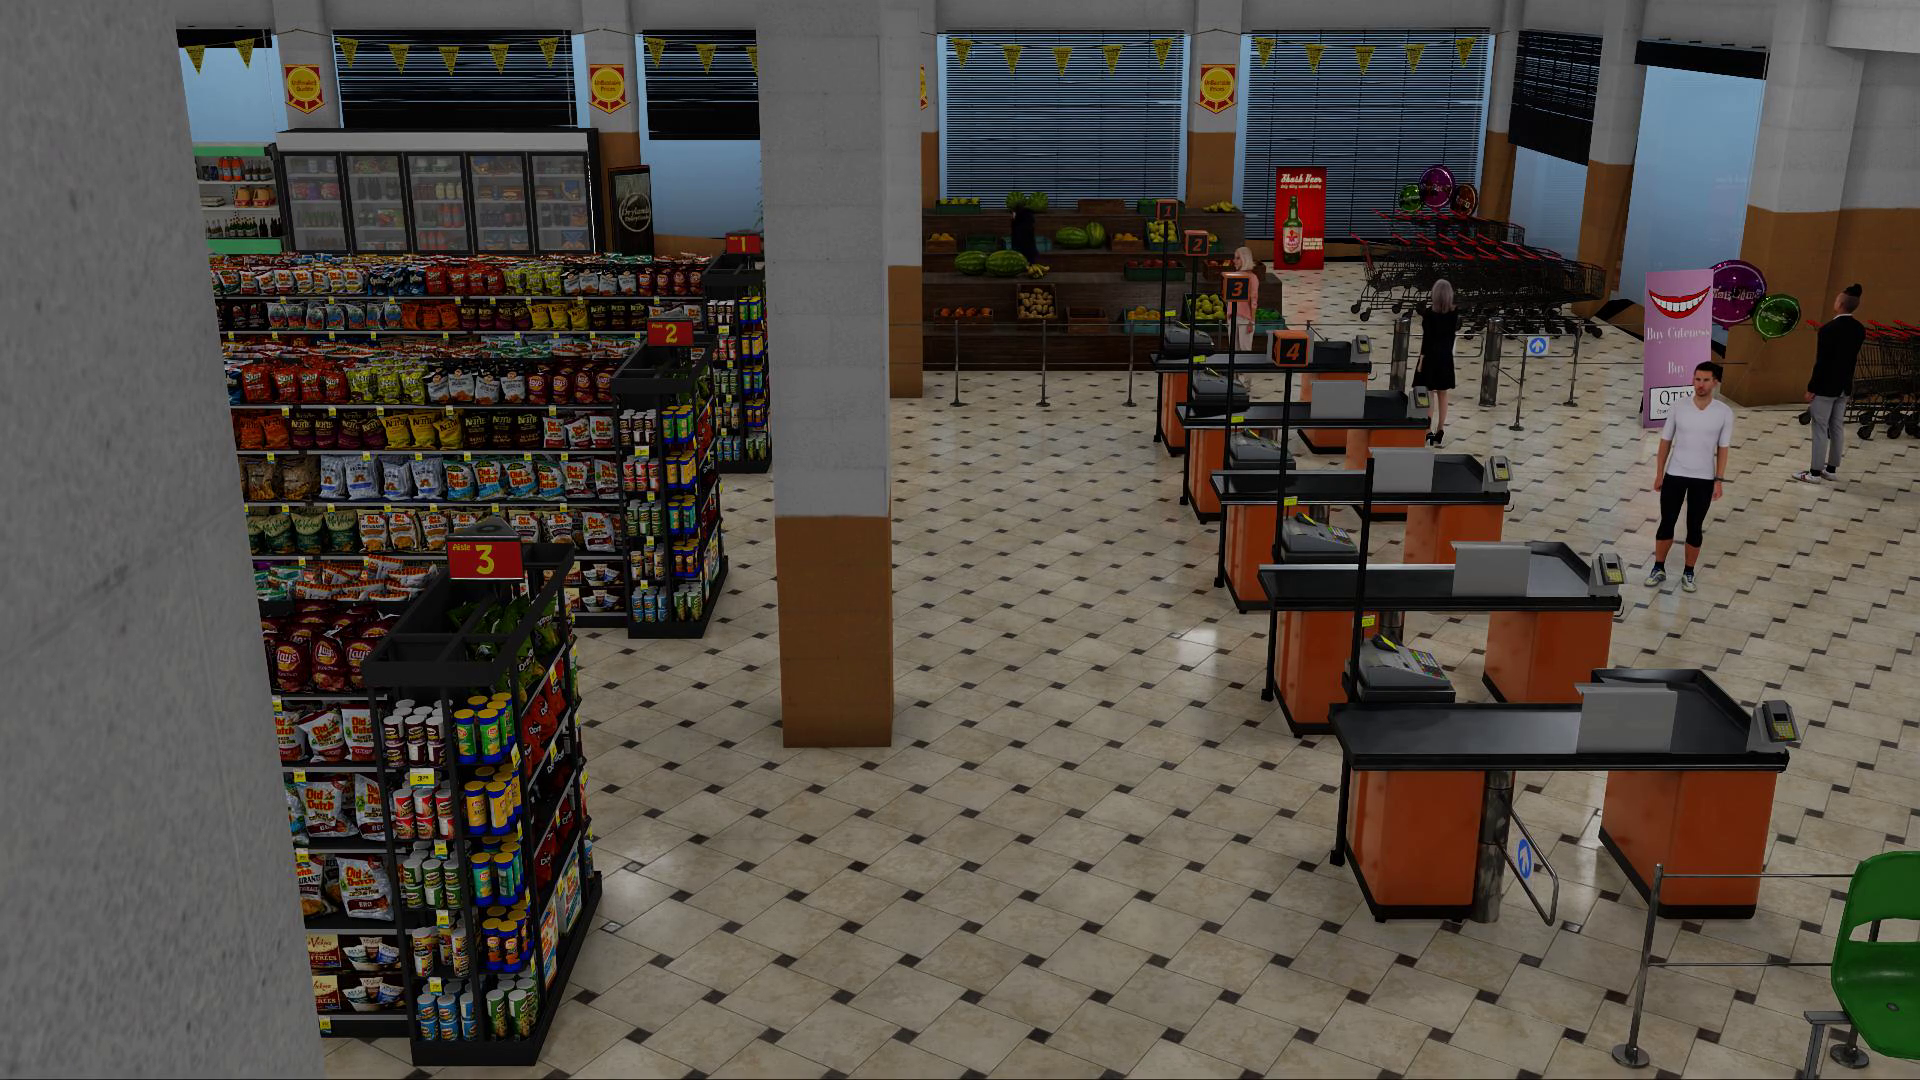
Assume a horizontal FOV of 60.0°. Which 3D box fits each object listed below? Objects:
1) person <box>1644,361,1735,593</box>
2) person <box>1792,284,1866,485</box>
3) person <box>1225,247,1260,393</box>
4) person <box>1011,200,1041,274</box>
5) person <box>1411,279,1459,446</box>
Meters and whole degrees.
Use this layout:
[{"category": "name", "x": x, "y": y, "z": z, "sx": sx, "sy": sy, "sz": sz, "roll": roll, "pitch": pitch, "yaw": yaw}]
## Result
[{"category": "person", "x": 5.835, "y": -0.522, "z": 13.295, "sx": 0.680, "sy": 1.851, "sz": 0.814, "roll": 10, "pitch": 21, "yaw": 26}, {"category": "person", "x": 8.453, "y": -1.519, "z": 16.096, "sx": 0.689, "sy": 1.950, "sz": 0.853, "roll": -8, "pitch": 20, "yaw": -22}, {"category": "person", "x": 3.334, "y": -2.605, "z": 19.673, "sx": 0.700, "sy": 1.724, "sz": 0.683, "roll": -12, "pitch": 22, "yaw": -32}, {"category": "person", "x": 1.041, "y": -4.087, "z": 24.211, "sx": 1.081, "sy": 1.633, "sz": 0.855, "roll": 5, "pitch": 19, "yaw": 15}, {"category": "person", "x": 4.993, "y": -1.871, "z": 17.462, "sx": 0.620, "sy": 1.746, "sz": 0.737, "roll": -7, "pitch": 20, "yaw": -21}]
